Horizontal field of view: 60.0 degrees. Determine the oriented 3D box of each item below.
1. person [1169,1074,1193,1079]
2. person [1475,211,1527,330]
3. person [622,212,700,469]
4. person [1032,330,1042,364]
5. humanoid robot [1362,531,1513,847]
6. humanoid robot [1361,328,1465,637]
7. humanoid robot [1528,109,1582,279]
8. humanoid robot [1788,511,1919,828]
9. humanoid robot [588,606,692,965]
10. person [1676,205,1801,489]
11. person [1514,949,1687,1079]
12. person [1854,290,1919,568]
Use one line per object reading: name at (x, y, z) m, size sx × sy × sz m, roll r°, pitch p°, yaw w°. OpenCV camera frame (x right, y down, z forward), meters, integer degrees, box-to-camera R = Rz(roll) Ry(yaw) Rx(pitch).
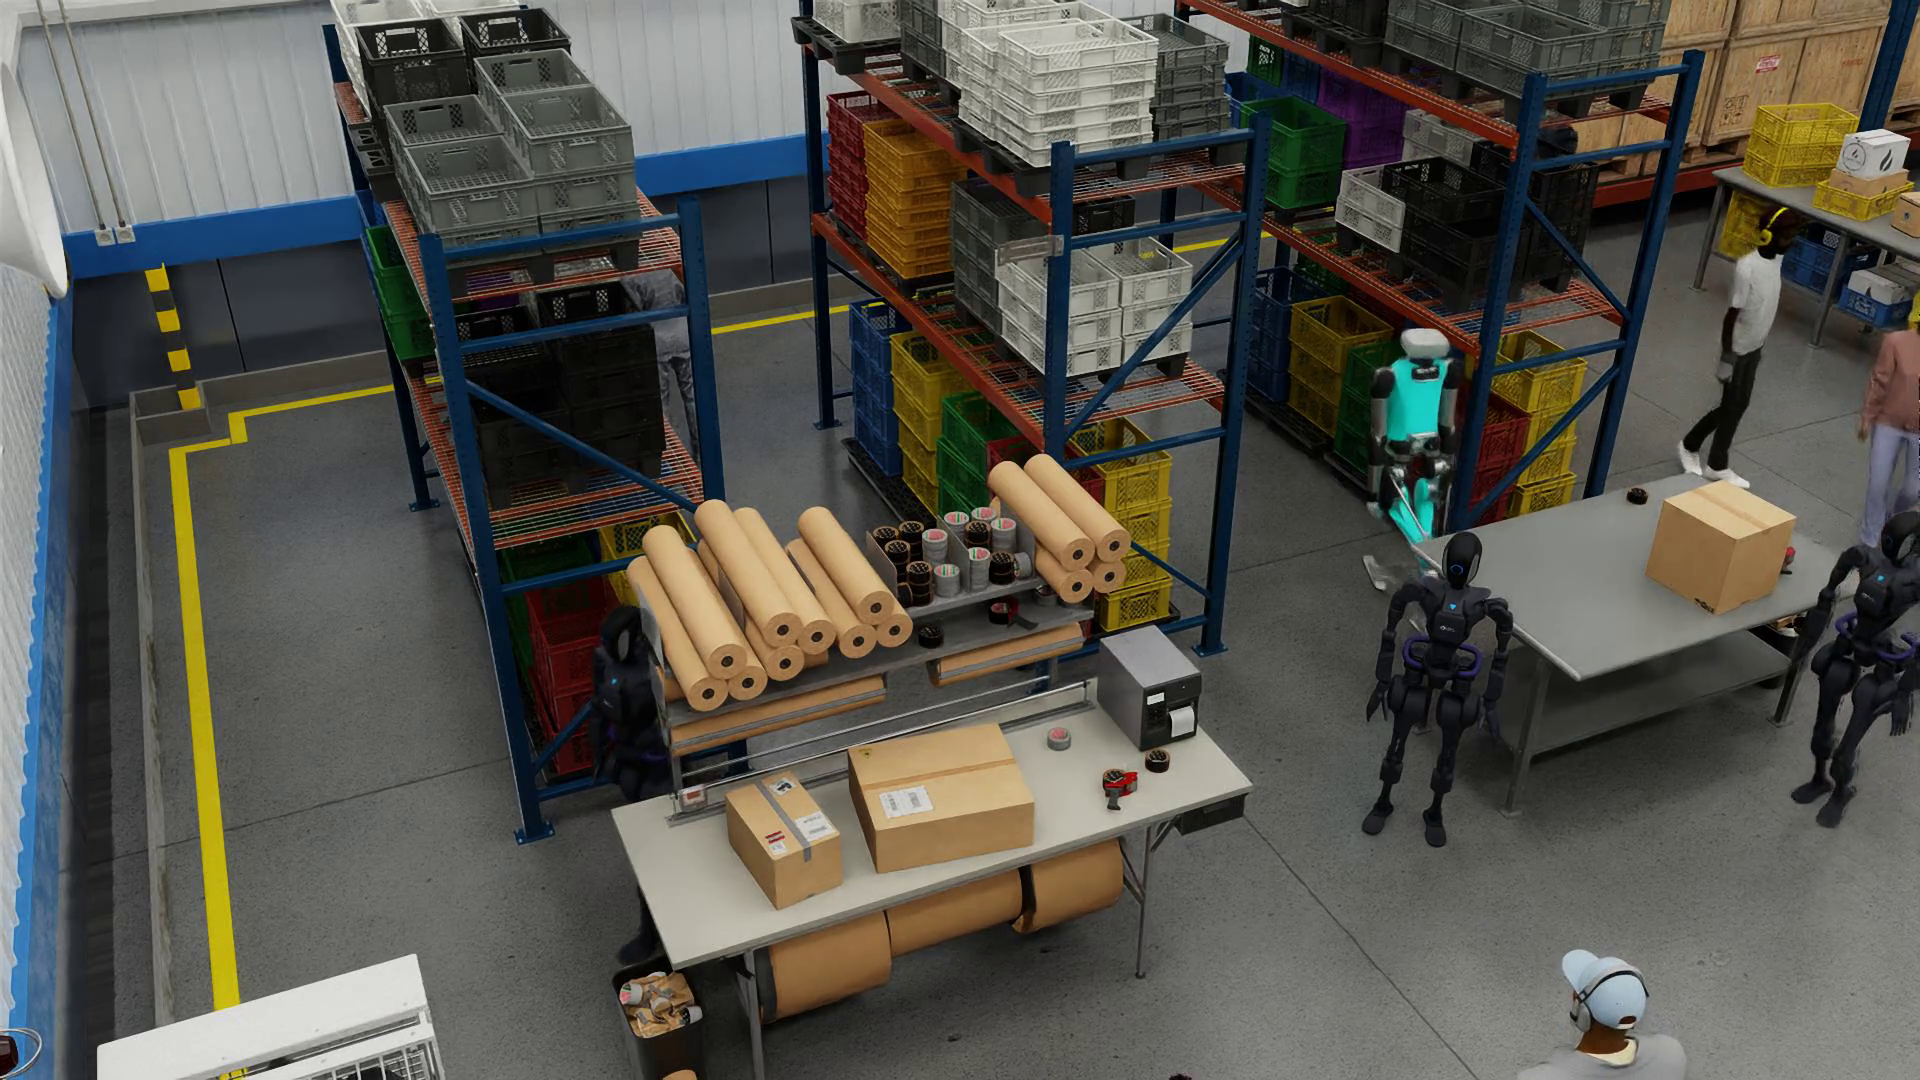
person at (0.627, 2.254, 4.839) m, size 0.485 × 1.804 × 1.025 m, roll 1°, pitch 32°, yaw 2°
person at (3.630, -1.918, 11.630) m, size 0.522 × 1.798 × 0.933 m, roll -12°, pitch 34°, yaw -18°
person at (-1.890, -1.274, 10.639) m, size 0.484 × 1.735 × 0.305 m, roll -15°, pitch 35°, yaw -23°
person at (0.591, -2.216, 11.881) m, size 0.389 × 2.040 × 0.609 m, roll 16°, pitch 35°, yaw 24°
humanoid robot at (2.159, 0.681, 7.507) m, size 0.599 × 1.657 × 0.315 m, roll 11°, pitch 33°, yaw 17°
humanoid robot at (2.495, -0.231, 8.943) m, size 0.535 × 1.727 × 1.028 m, roll -10°, pitch 33°, yaw -15°
humanoid robot at (4.661, -2.782, 13.174) m, size 0.744 × 1.633 × 0.595 m, roll -9°, pitch 33°, yaw -14°
humanoid robot at (4.156, 0.582, 7.682) m, size 0.423 × 1.644 × 0.608 m, roll -17°, pitch 35°, yaw -25°
humanoid robot at (-1.374, 0.996, 7.022) m, size 0.602 × 1.636 × 0.656 m, roll 22°, pitch 38°, yaw 31°
person at (4.883, -1.192, 10.395) m, size 0.525 × 1.857 × 0.507 m, roll -24°, pitch 39°, yaw -33°
person at (1.873, 2.000, 5.212) m, size 0.596 × 1.850 × 0.398 m, roll -10°, pitch 33°, yaw -16°
person at (5.510, -0.646, 9.626) m, size 0.558 × 1.734 × 0.454 m, roll 22°, pitch 38°, yaw 31°
